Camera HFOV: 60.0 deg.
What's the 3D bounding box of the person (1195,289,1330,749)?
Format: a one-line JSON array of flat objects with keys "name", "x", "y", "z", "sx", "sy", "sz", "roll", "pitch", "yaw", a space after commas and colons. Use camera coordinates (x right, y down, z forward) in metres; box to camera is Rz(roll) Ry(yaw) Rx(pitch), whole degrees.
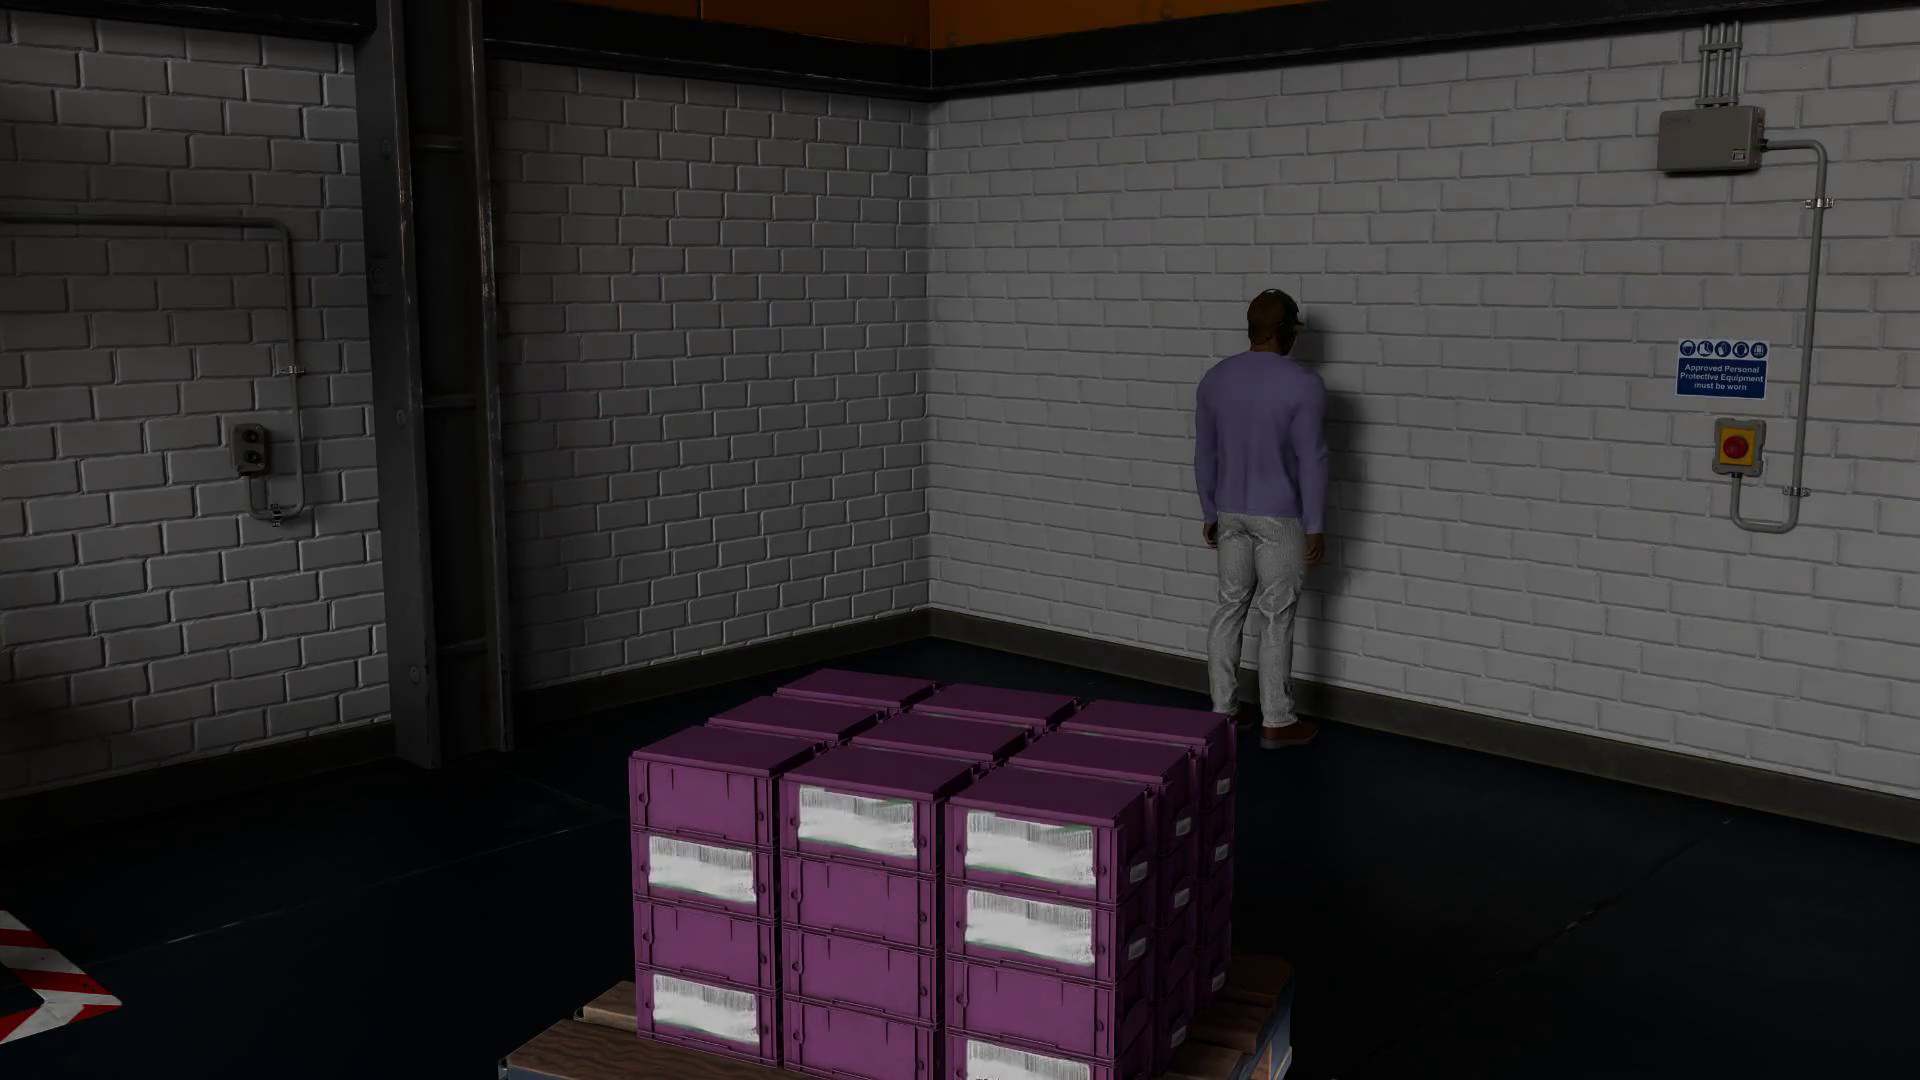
[{"name": "person", "x": 1.283, "y": -0.090, "z": 7.078, "sx": 0.355, "sy": 1.937, "sz": 0.634, "roll": -9, "pitch": 13, "yaw": -44}]
